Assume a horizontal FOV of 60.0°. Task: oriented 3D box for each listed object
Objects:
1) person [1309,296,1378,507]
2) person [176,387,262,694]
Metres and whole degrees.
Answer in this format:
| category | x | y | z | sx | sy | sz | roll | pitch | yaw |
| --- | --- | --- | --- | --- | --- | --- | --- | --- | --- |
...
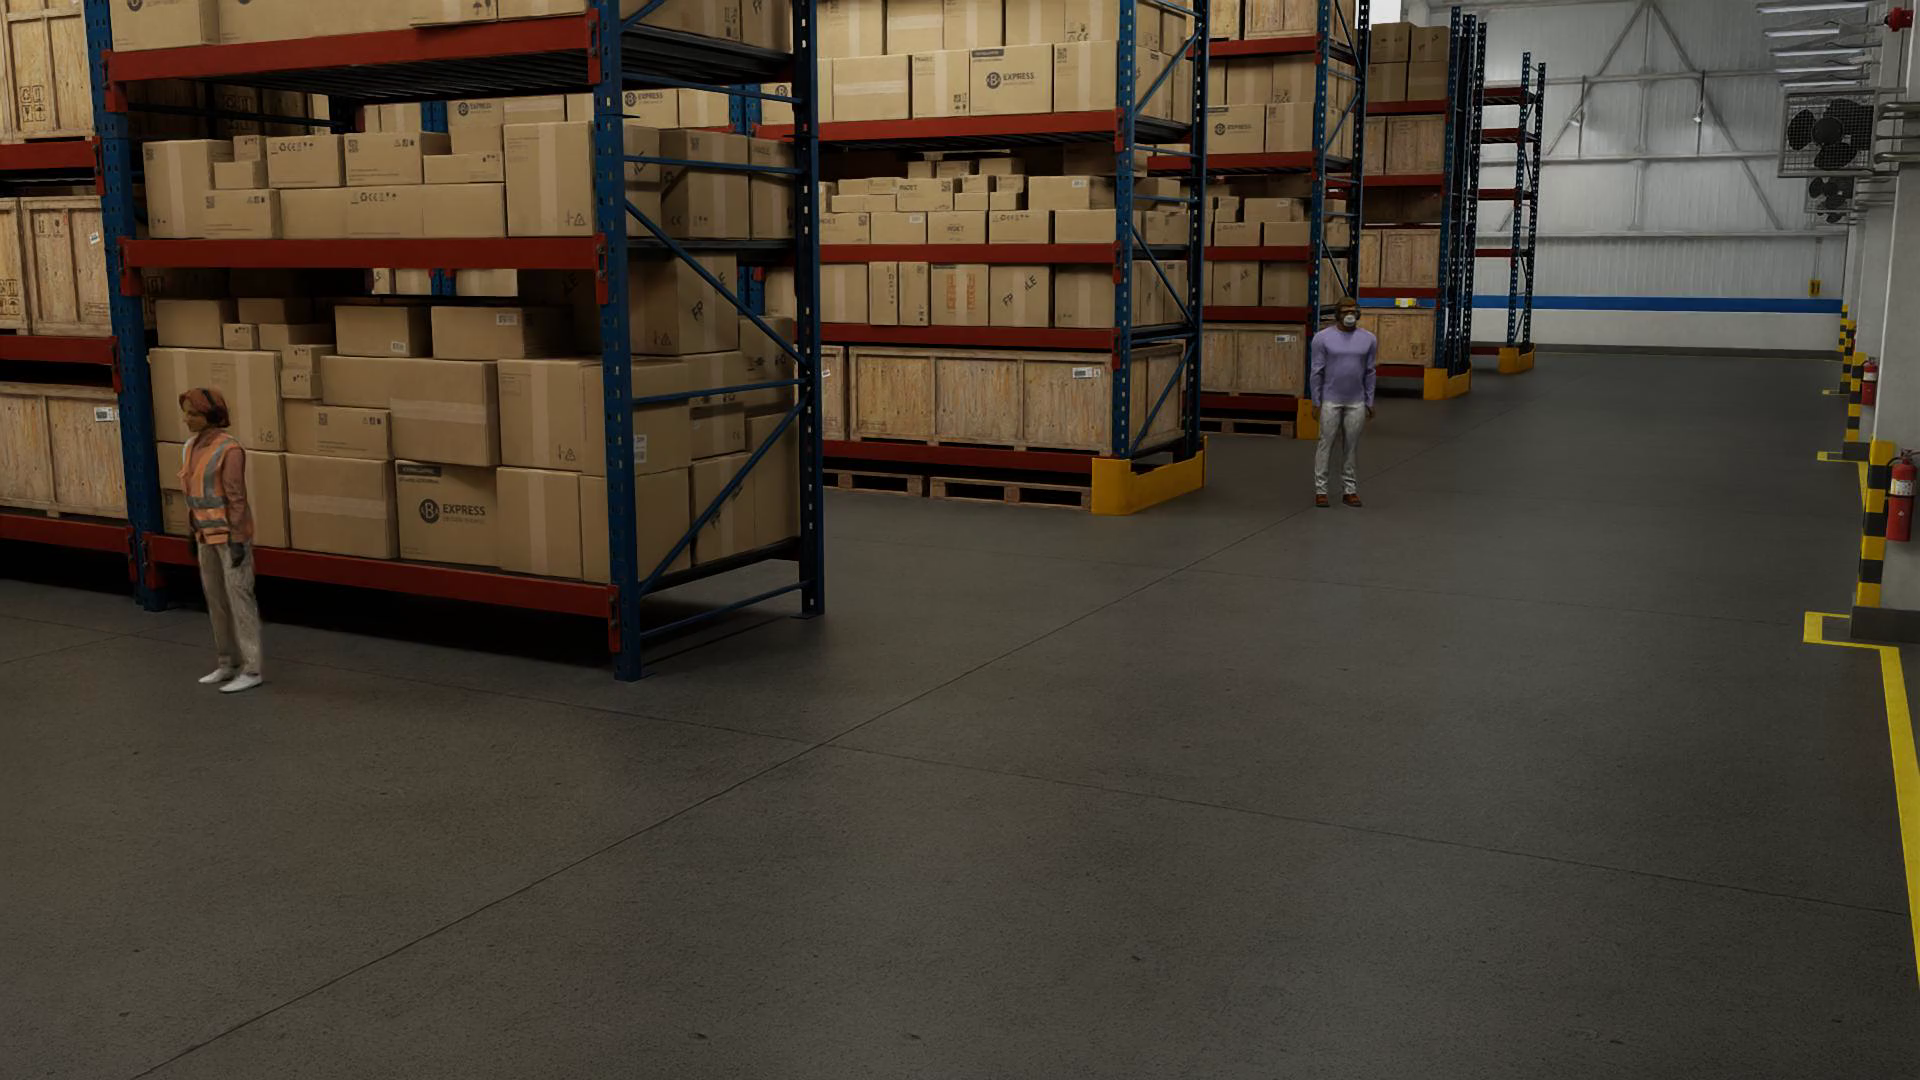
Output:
| category | x | y | z | sx | sy | sz | roll | pitch | yaw |
| --- | --- | --- | --- | --- | --- | --- | --- | --- | --- |
| person | 3.521 | -1.265 | 15.293 | 0.627 | 1.940 | 0.372 | -1 | 10 | -5 |
| person | -3.946 | -0.001 | 8.880 | 0.516 | 1.628 | 0.327 | 7 | 12 | 36 |
